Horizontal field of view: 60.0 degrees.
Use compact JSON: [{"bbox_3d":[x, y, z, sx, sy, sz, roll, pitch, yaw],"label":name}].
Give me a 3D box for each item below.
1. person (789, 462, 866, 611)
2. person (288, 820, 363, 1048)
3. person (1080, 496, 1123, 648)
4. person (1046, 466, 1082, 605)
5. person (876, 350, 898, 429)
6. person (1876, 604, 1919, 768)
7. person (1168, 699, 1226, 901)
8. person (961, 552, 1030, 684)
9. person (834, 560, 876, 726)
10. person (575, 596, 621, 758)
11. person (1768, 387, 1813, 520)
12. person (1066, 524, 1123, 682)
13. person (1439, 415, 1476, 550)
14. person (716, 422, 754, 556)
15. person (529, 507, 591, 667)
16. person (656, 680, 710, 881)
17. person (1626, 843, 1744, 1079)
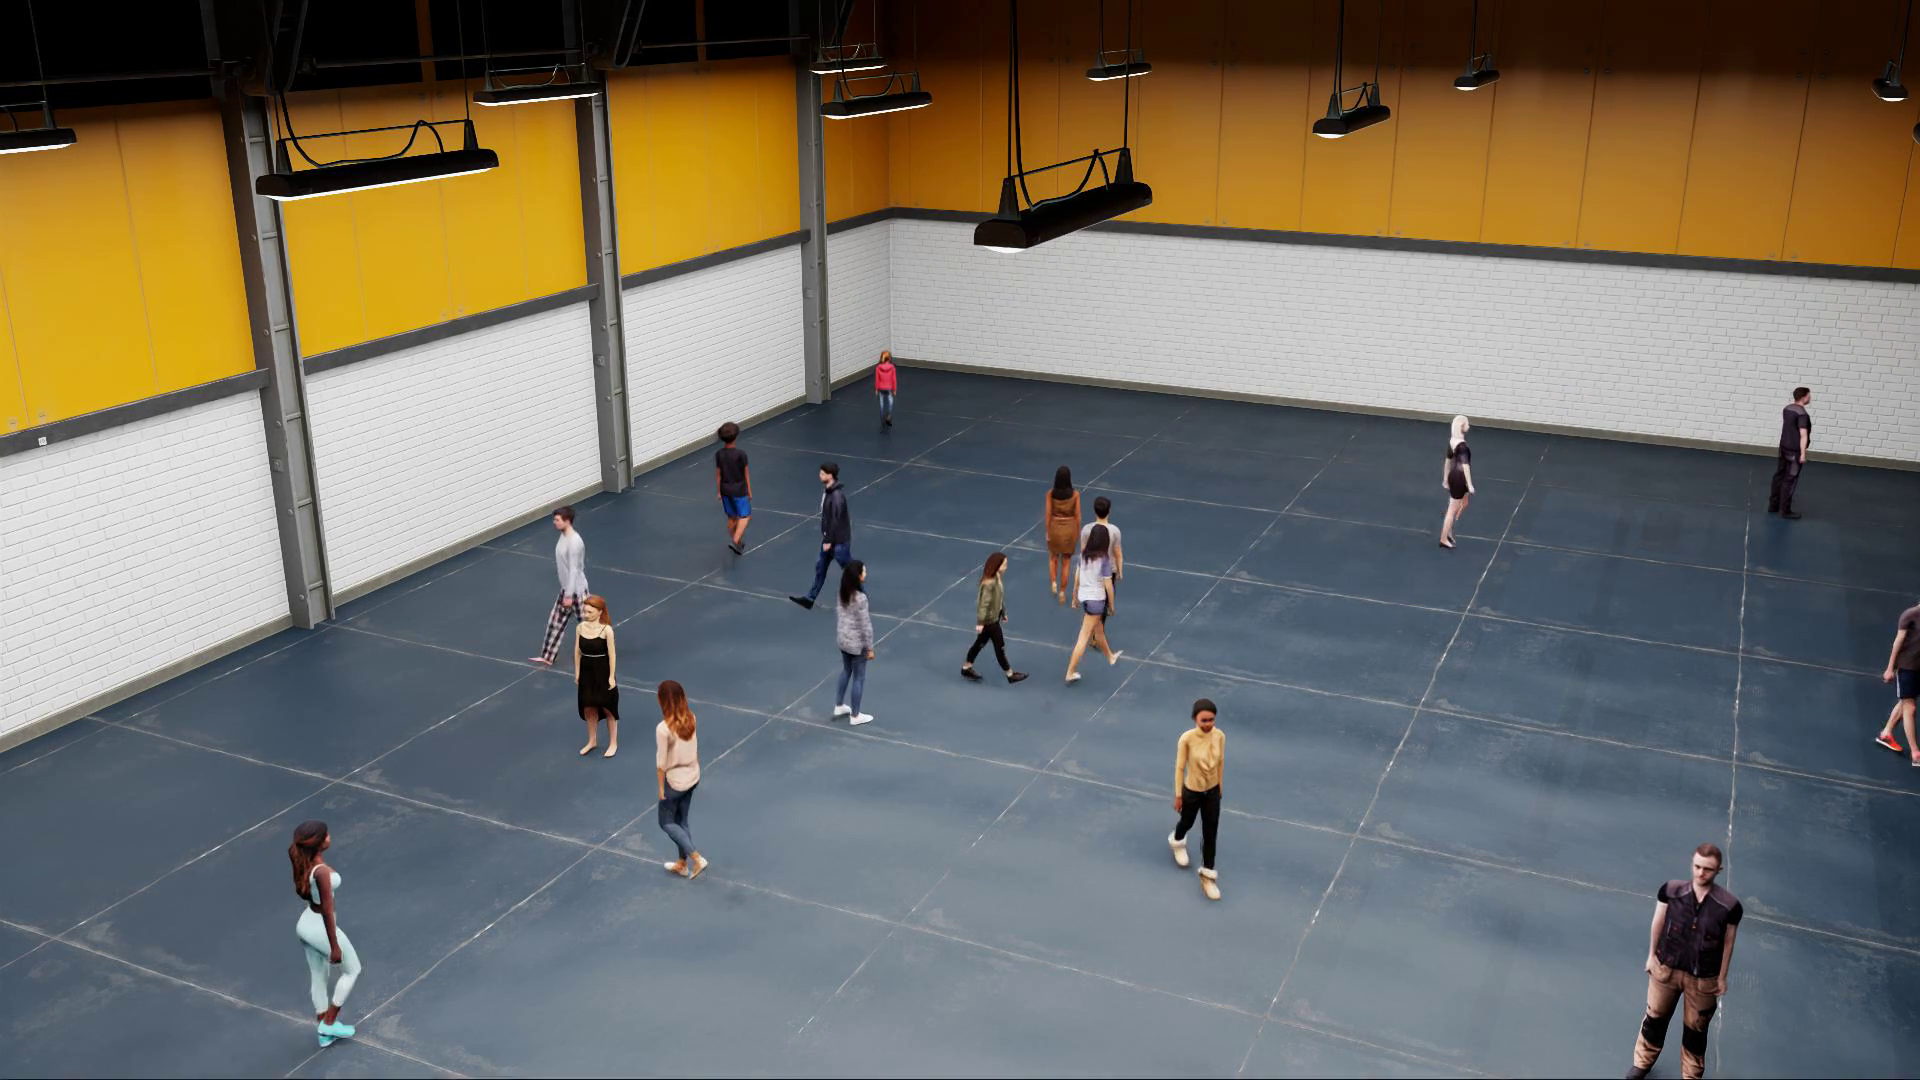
[{"bbox_3d":[-1.353,0.003,19.564,1.183,1.840,1.189,-4,19,-13],"label":"person"},{"bbox_3d":[-4.503,2.768,11.544,0.667,1.717,0.671,17,25,42],"label":"person"},{"bbox_3d":[1.562,0.384,18.681,0.736,1.680,1.155,5,19,16],"label":"person"},{"bbox_3d":[1.231,-0.037,19.947,0.655,1.672,0.724,3,19,9],"label":"person"},{"bbox_3d":[-1.251,-2.512,27.865,0.615,1.307,0.676,1,19,2],"label":"person"},{"bbox_3d":[9.127,1.216,15.993,1.069,1.819,1.186,-4,19,-12],"label":"person"},{"bbox_3d":[1.953,2.063,13.780,1.031,1.627,1.176,-4,19,-11],"label":"person"},{"bbox_3d":[0.248,0.841,17.712,0.817,1.432,0.973,5,19,14],"label":"person"},{"bbox_3d":[-1.104,1.022,16.709,0.679,1.730,0.715,-16,24,-39],"label":"person"},{"bbox_3d":[-3.498,1.296,16.058,0.608,1.626,0.609,5,19,14],"label":"person"},{"bbox_3d":[11.633,-1.243,23.254,0.869,1.845,0.707,0,19,-1],"label":"person"},{"bbox_3d":[1.354,0.719,17.693,1.195,1.676,0.894,-18,25,-42],"label":"person"},{"bbox_3d":[6.427,-0.734,21.787,0.762,1.817,0.674,-1,19,-2],"label":"person"},{"bbox_3d":[-2.937,-0.622,21.503,0.726,1.786,0.919,4,19,13],"label":"person"},{"bbox_3d":[-4.107,0.519,18.065,1.167,1.817,1.022,-11,21,-29],"label":"person"},{"bbox_3d":[-2.248,2.012,13.693,0.758,1.779,0.799,14,23,36],"label":"person"},{"bbox_3d":[4.872,2.844,11.125,0.707,1.841,0.619,11,22,30],"label":"person"}]
